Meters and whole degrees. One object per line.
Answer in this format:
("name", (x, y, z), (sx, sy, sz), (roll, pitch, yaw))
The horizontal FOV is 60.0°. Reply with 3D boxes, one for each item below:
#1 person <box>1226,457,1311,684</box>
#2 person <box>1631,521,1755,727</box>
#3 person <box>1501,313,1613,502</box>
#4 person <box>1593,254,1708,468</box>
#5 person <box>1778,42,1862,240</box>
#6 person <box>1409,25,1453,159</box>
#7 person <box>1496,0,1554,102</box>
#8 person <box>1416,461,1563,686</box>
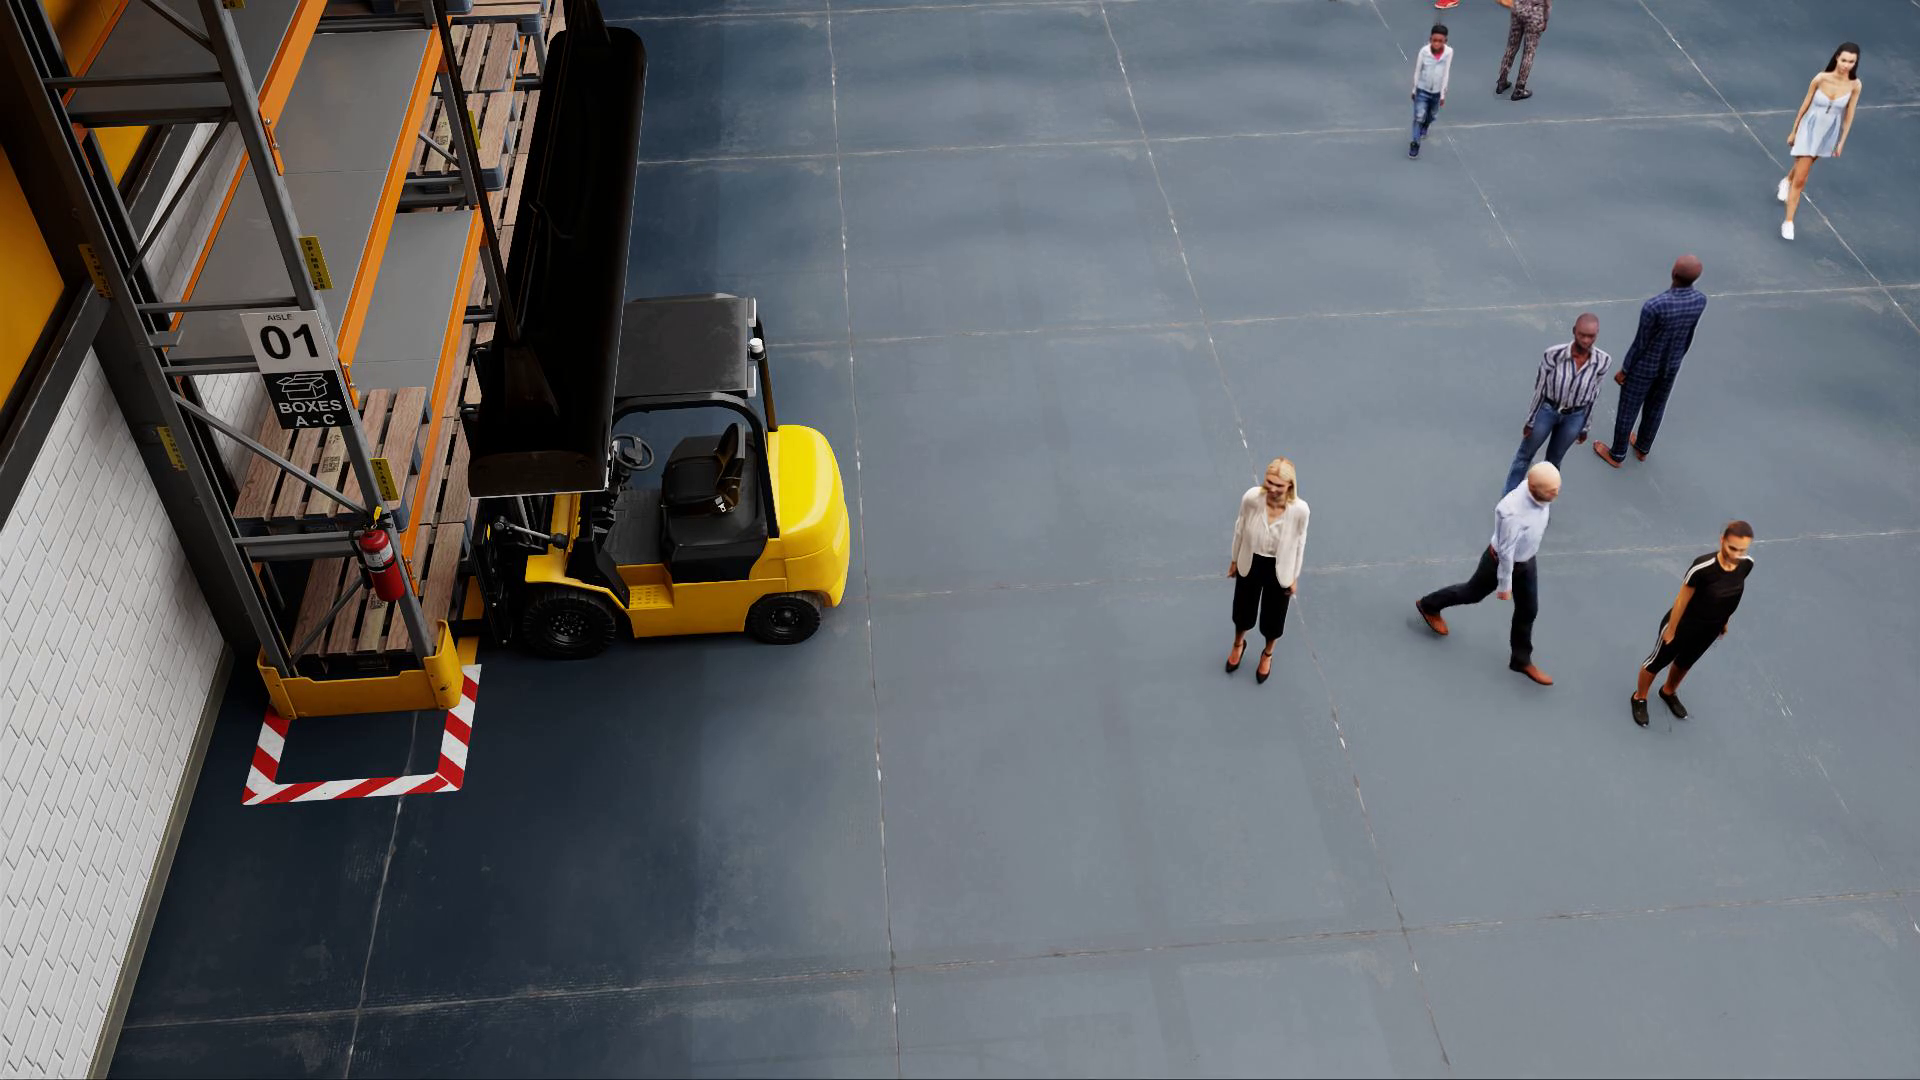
("person", (1.937, 0.198, 10.571), (0.677, 1.858, 0.673), (16, 46, 16))
("person", (4.601, 0.497, 10.394), (0.594, 1.668, 0.520), (-8, 44, -8))
("person", (4.201, -0.858, 11.724), (0.662, 1.795, 0.604), (5, 44, 5))
("person", (5.093, -1.311, 12.182), (0.705, 1.818, 0.649), (-11, 45, -12))
("person", (7.560, -3.608, 14.689), (0.839, 1.687, 1.222), (10, 45, 10))
("person", (4.459, -4.296, 15.733), (0.632, 1.243, 0.887), (8, 44, 9))
("person", (5.578, -5.164, 16.303), (0.730, 1.713, 0.644), (-26, 50, -25))
("person", (3.439, 0.124, 10.721), (1.123, 1.757, 1.311), (-32, 52, -29))
